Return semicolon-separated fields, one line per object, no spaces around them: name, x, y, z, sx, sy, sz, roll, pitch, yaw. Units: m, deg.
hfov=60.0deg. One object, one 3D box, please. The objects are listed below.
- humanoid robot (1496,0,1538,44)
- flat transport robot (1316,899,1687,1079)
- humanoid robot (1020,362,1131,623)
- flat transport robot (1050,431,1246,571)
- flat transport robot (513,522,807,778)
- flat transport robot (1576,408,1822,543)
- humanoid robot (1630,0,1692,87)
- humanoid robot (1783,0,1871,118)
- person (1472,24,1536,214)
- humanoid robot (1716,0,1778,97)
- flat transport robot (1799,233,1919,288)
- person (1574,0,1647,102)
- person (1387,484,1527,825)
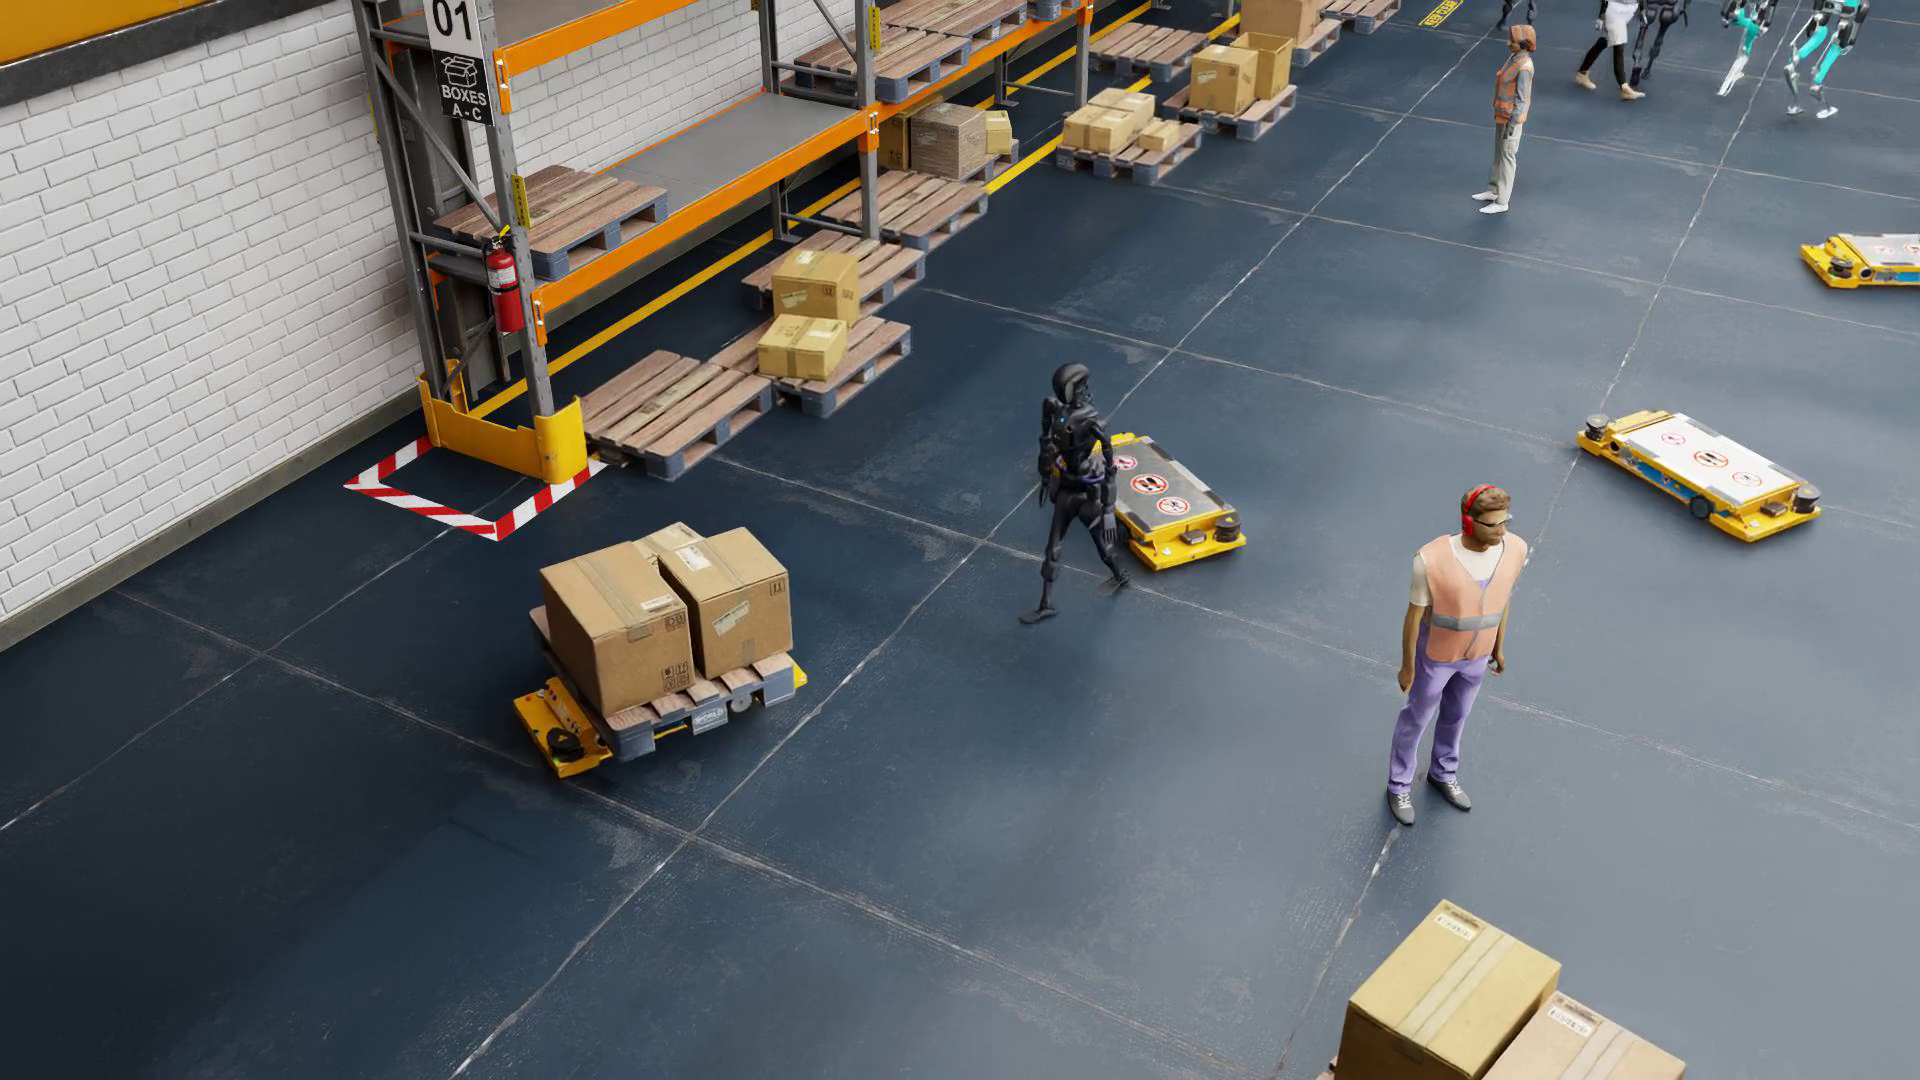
humanoid robot;6.394;-6.464;18.696;0.599;1.622;0.794;-5;34;-7
flat transport robot;2.068;2.426;6.478;0.659;0.231;1.431;27;42;35
humanoid robot;0.698;-0.281;9.353;0.790;1.626;0.611;-27;42;-34
flat transport robot;1.148;-0.300;10.603;0.659;0.231;1.431;-15;36;-22
flat transport robot;-1.610;0.787;8.958;1.431;0.231;0.659;-20;38;-27
flat transport robot;4.805;-0.469;10.858;0.659;0.231;1.431;-17;37;-24
humanoid robot;7.296;-5.577;17.321;0.610;1.628;0.640;15;36;21
humanoid robot;8.472;-4.936;16.303;0.922;1.784;0.555;-21;39;-29
person;4.760;-3.652;14.431;0.307;1.637;0.511;3;34;4
humanoid robot;8.128;-5.390;17.005;0.555;1.746;1.024;28;43;36
flat transport robot;7.718;-2.268;13.580;1.431;0.231;0.659;1;33;1
person;6.774;-5.340;16.970;0.533;1.642;0.894;-24;40;-32
person;2.339;0.529;7.916;0.568;1.847;0.385;-10;35;-15
